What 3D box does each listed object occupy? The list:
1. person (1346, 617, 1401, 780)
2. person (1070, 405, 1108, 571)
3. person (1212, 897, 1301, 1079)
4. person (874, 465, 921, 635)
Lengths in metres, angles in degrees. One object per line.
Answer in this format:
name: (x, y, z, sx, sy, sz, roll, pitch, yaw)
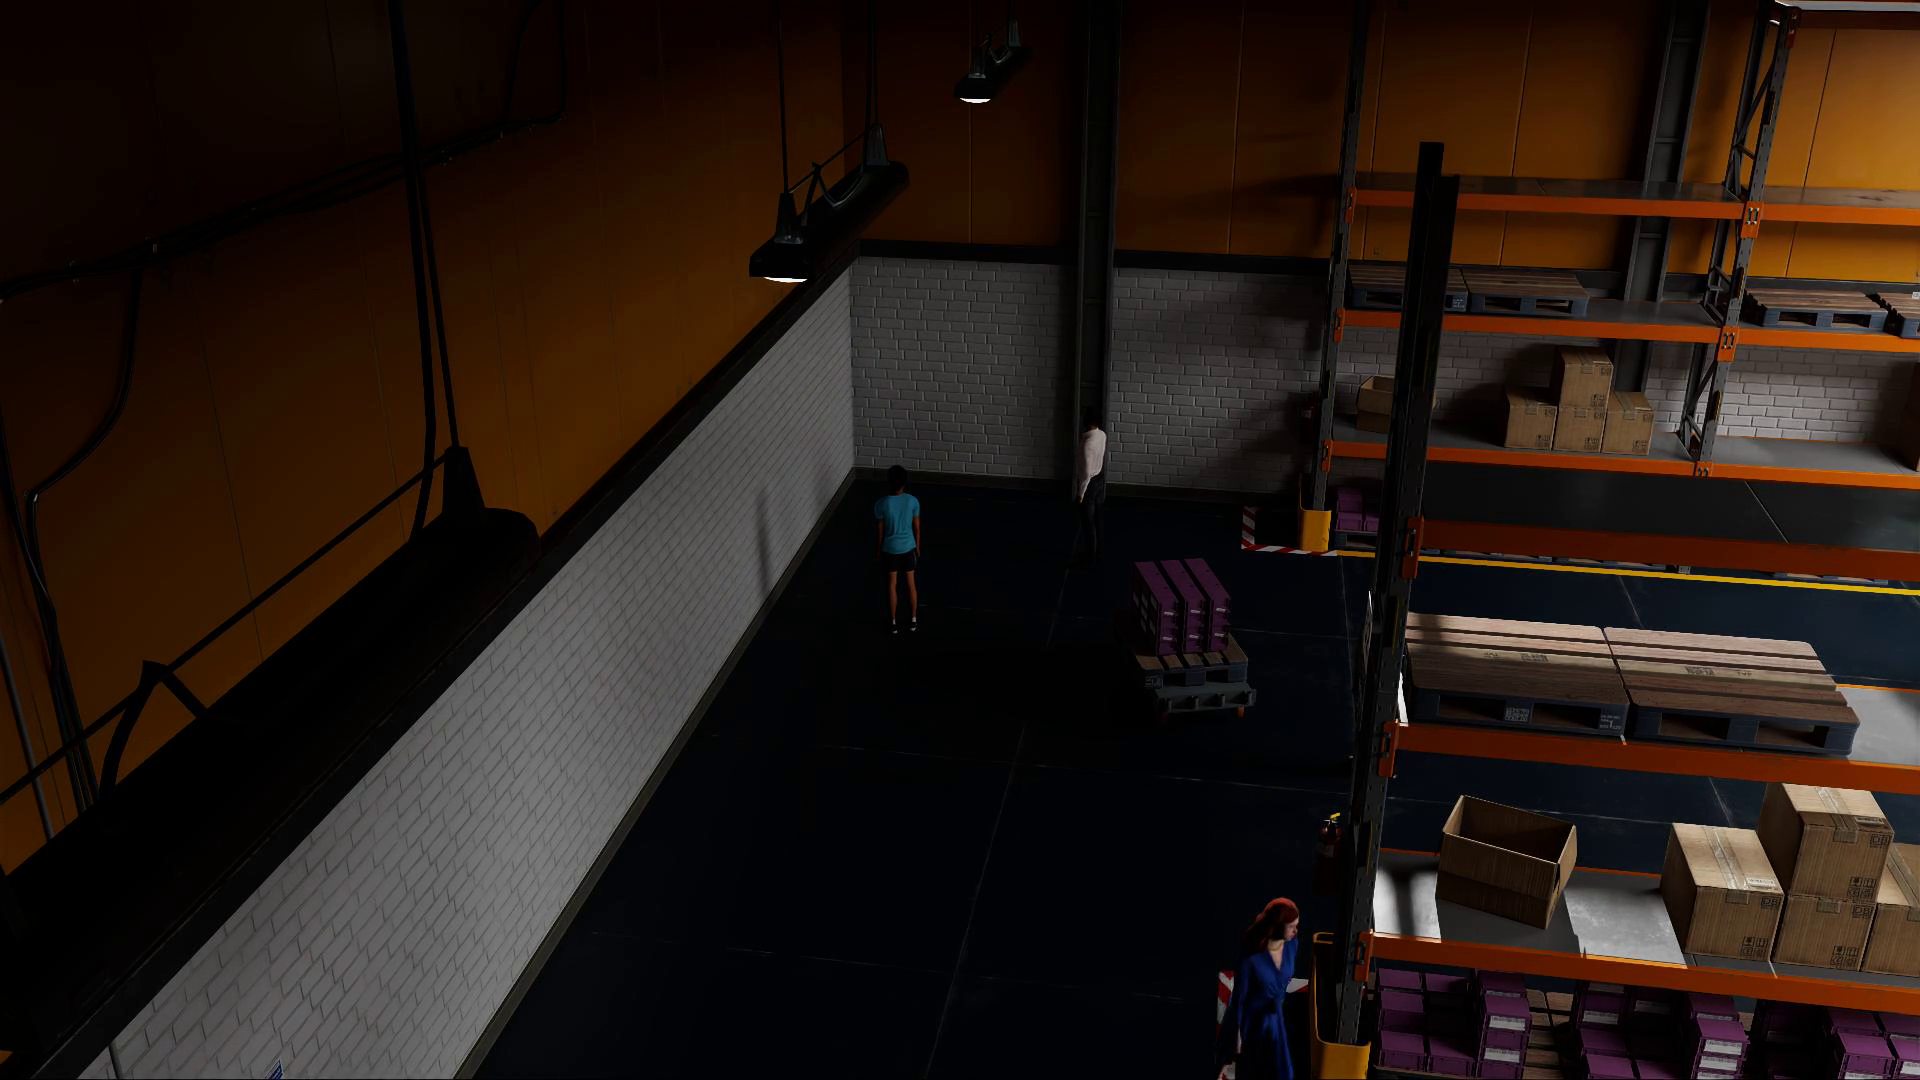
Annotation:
person: (3.614, 1.166, 14.173, 0.655, 1.894, 0.786, 0, 24, 0)
person: (1.433, -0.585, 18.208, 0.622, 1.871, 0.703, 10, 26, 22)
person: (1.786, 2.936, 10.296, 1.213, 1.755, 1.101, -7, 25, -16)
person: (-0.621, 0.094, 16.775, 0.596, 1.774, 0.747, -6, 24, -14)
